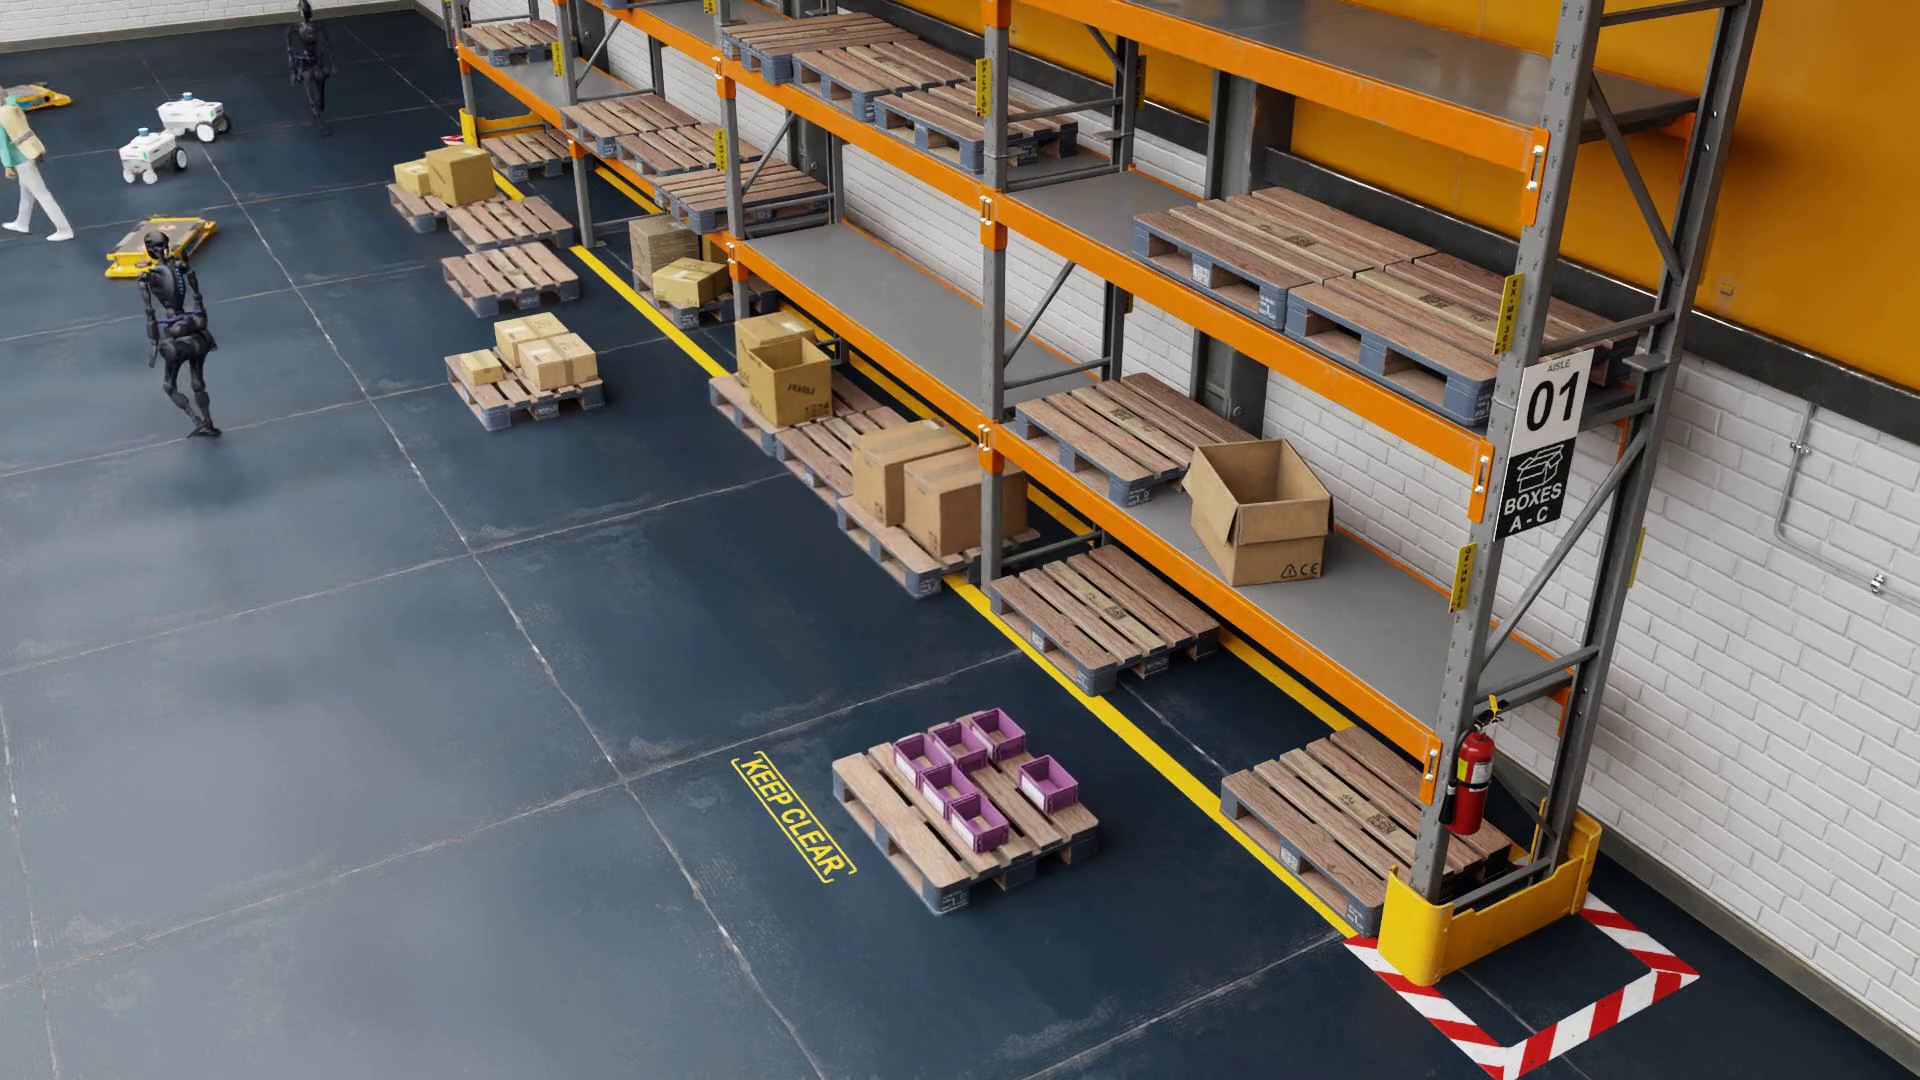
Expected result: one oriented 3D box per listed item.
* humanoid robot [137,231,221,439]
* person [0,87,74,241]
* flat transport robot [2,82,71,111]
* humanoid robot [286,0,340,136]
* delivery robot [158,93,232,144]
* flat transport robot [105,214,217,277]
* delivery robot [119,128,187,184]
[{"bbox_3d":[-6.093,-1.593,13.028,0.488,1.623,0.638,12,32,20],"label":"humanoid robot"},{"bbox_3d":[-9.690,-3.881,17.065,0.842,1.657,0.493,-1,30,-3],"label":"person"},{"bbox_3d":[-12.453,-5.675,21.651,0.659,0.231,1.431,20,35,32],"label":"flat transport robot"},{"bbox_3d":[-8.066,-5.878,20.647,0.601,1.630,0.766,-23,37,-35],"label":"humanoid robot"},{"bbox_3d":[-9.476,-5.222,20.547,0.774,0.581,0.499,1,30,1],"label":"delivery robot"},{"bbox_3d":[-8.127,-3.004,16.935,0.659,0.231,1.431,-3,30,-5],"label":"flat transport robot"},{"bbox_3d":[-9.365,-4.459,19.219,0.523,0.600,0.771,2,30,4],"label":"delivery robot"}]
